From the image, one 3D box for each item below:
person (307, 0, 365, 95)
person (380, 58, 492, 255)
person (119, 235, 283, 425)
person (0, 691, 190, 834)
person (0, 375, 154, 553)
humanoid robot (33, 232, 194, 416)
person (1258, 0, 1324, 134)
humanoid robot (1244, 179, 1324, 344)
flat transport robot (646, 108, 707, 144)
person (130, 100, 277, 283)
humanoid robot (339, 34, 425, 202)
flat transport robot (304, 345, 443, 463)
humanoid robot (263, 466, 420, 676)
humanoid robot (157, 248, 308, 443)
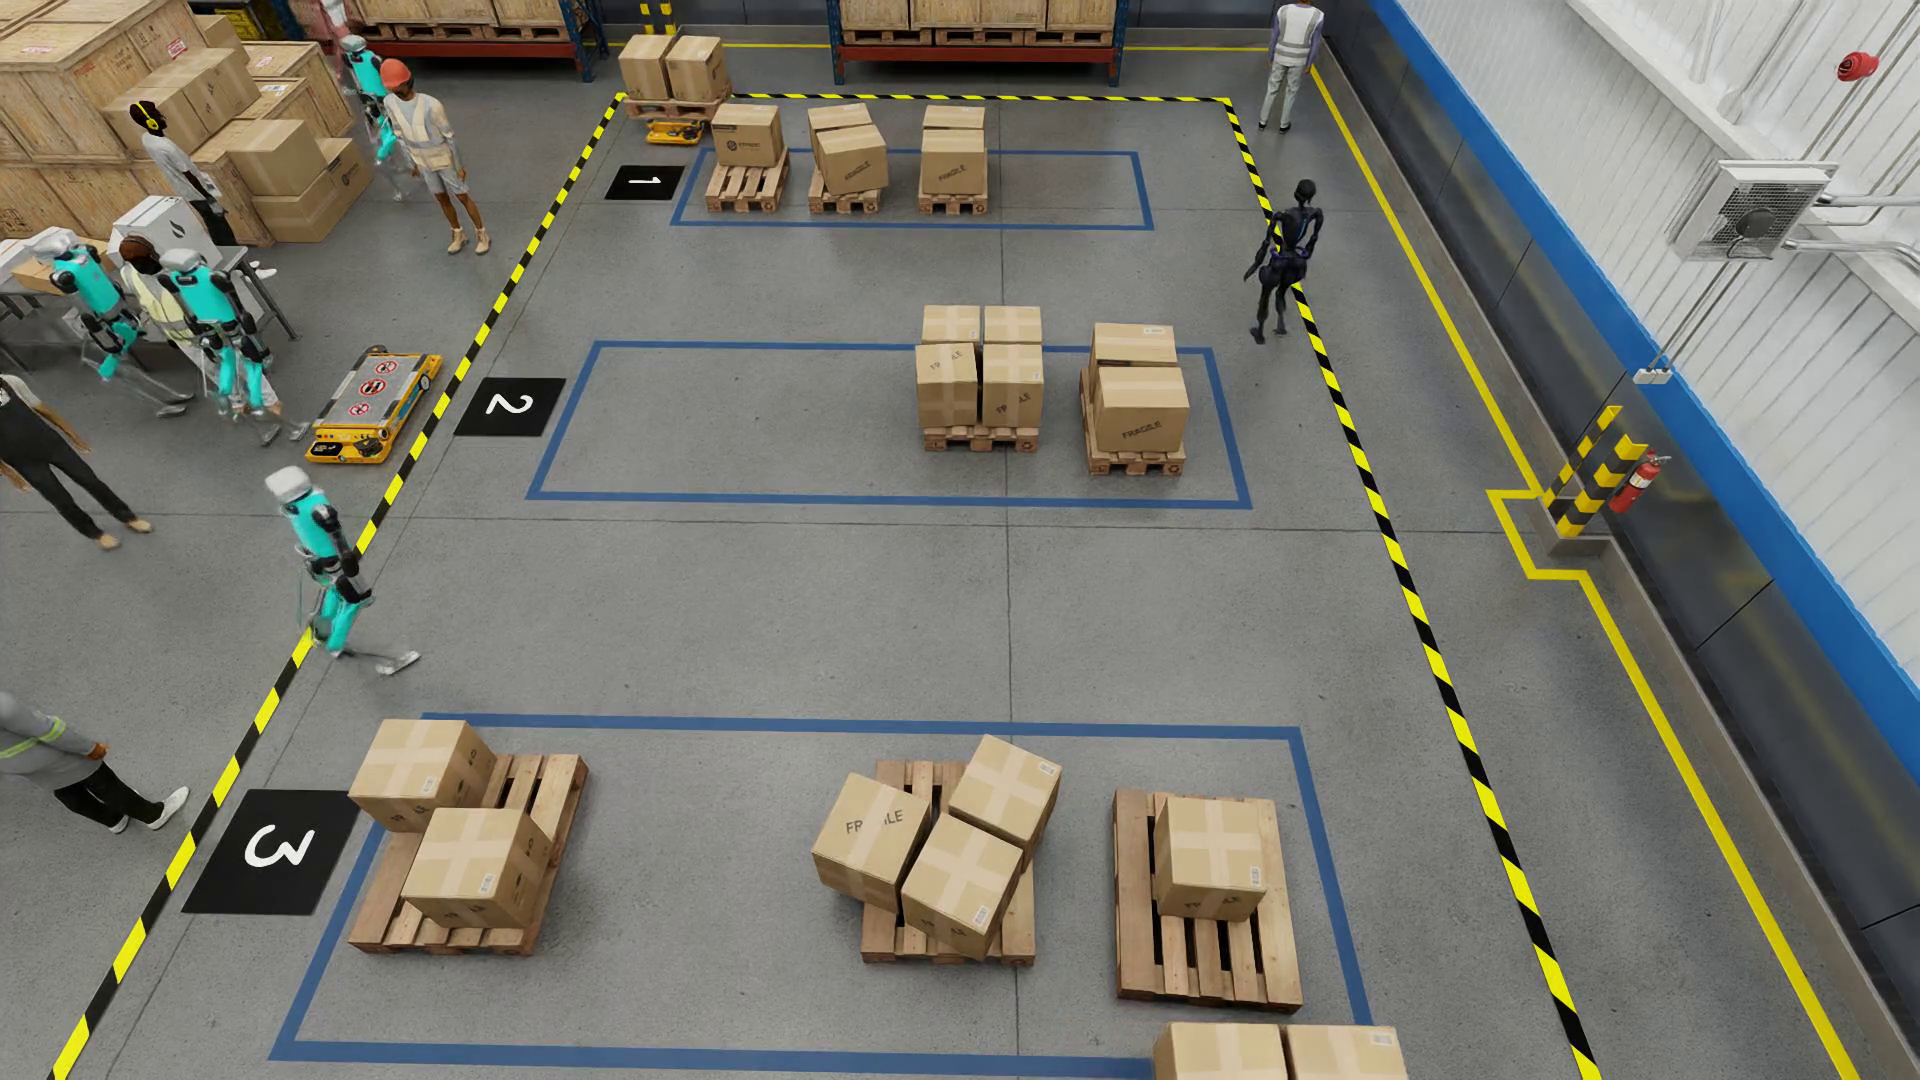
[{"bbox_3d":[-8.240,-6.809,12.082,0.993,1.871,0.580,-3,50,-3],"label":"person"},{"bbox_3d":[-5.470,-3.941,9.539,0.607,2.046,0.365,3,50,2],"label":"person"},{"bbox_3d":[-6.496,-1.777,7.847,0.632,1.834,0.430,-3,50,-2],"label":"person"},{"bbox_3d":[-5.330,1.201,5.314,0.589,1.853,0.370,-2,50,-2],"label":"person"},{"bbox_3d":[-6.905,-0.640,6.876,0.345,1.841,0.532,22,53,17],"label":"person"},{"bbox_3d":[-7.398,-1.799,7.885,0.689,1.736,0.538,-7,50,-6],"label":"humanoid robot"},{"bbox_3d":[4.130,-6.024,11.437,0.589,1.837,0.404,18,52,15],"label":"person"},{"bbox_3d":[3.033,-2.580,8.625,0.599,1.652,0.388,-8,50,-7],"label":"humanoid robot"},{"bbox_3d":[-3.668,-5.692,12.165,0.652,0.197,1.431,2,50,2],"label":"flat transport robot"},{"bbox_3d":[-7.684,-3.490,9.271,0.527,1.870,0.318,25,54,20],"label":"person"},{"bbox_3d":[-6.616,-4.664,10.382,0.555,1.771,0.949,16,52,13],"label":"humanoid robot"},{"bbox_3d":[-5.383,-1.269,8.441,0.659,0.231,1.431,1,50,1],"label":"flat transport robot"},{"bbox_3d":[-4.254,0.389,6.102,0.533,1.809,0.804,24,54,19],"label":"humanoid robot"},{"bbox_3d":[-6.117,-1.498,7.630,0.532,1.717,0.733,0,50,0],"label":"humanoid robot"}]
